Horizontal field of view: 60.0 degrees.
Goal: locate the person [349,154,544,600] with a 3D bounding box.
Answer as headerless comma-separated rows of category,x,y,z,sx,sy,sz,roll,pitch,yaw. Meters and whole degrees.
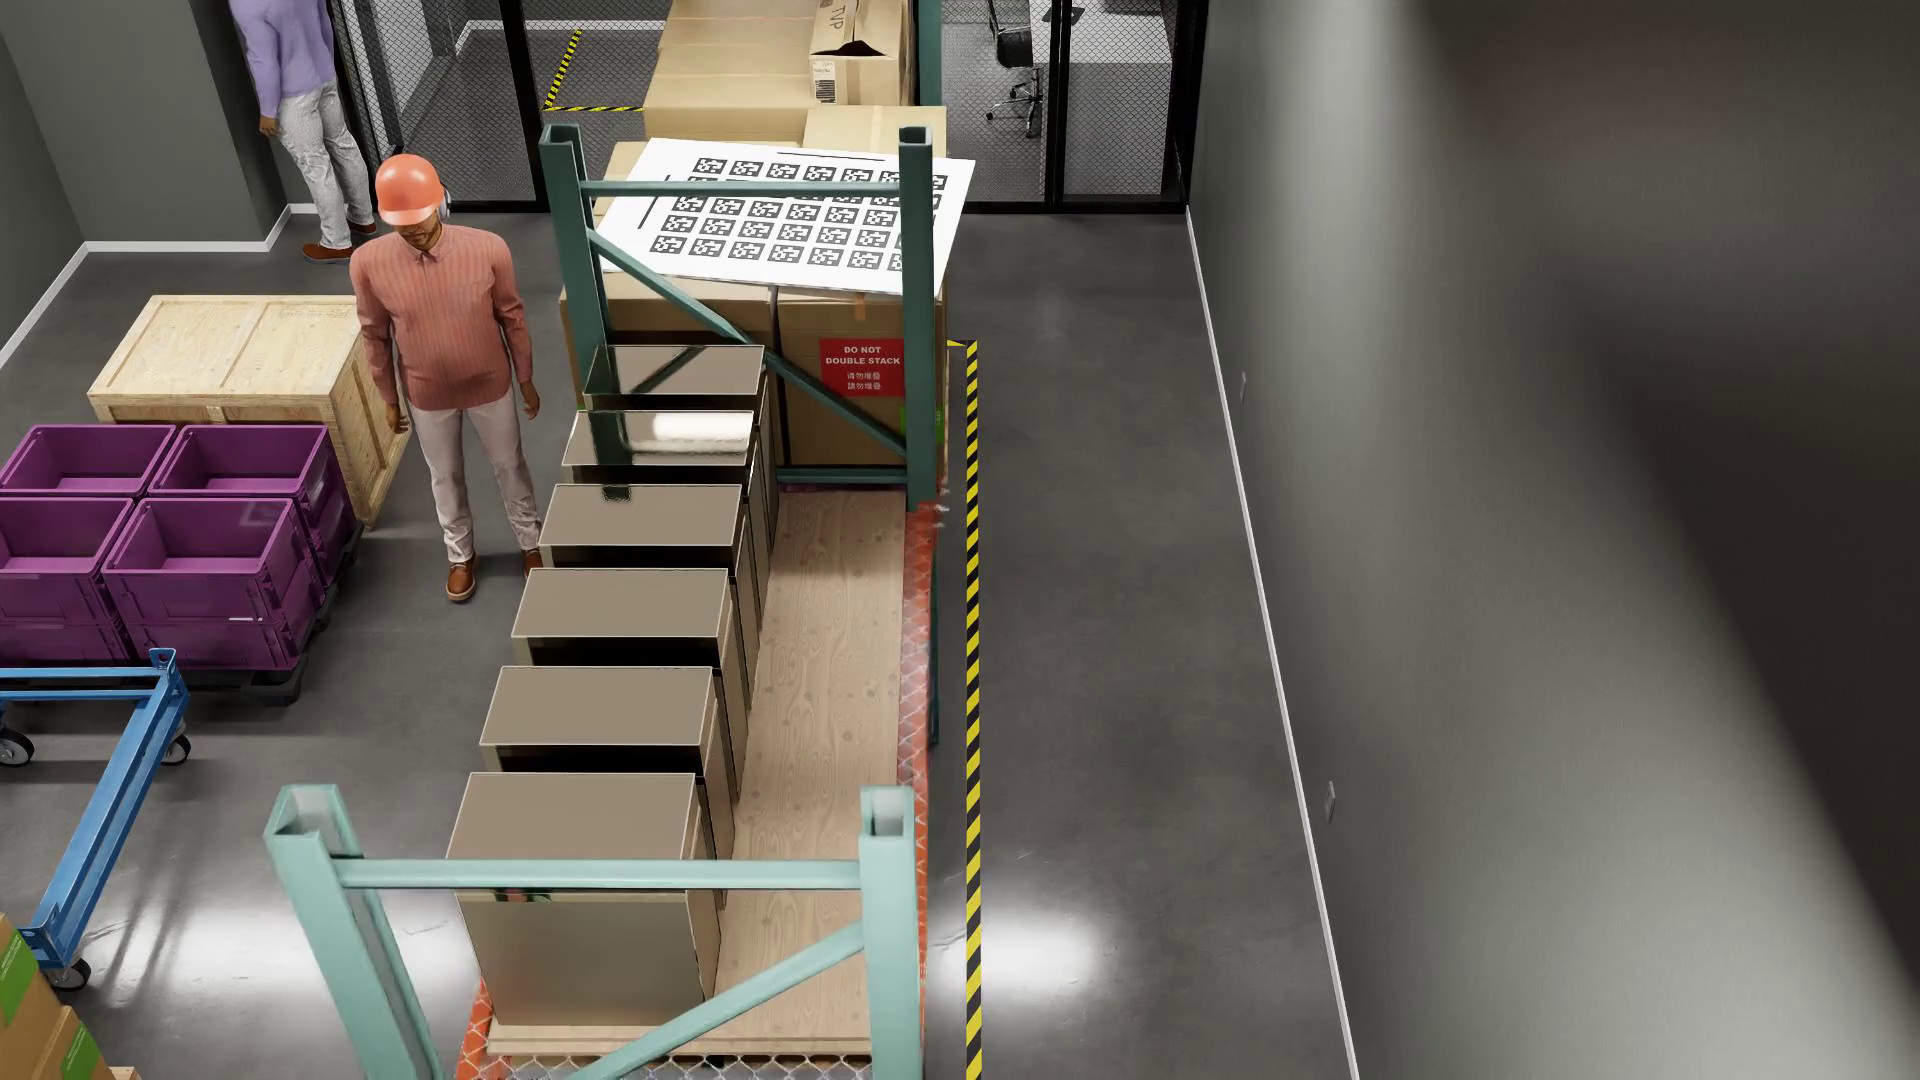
person,-1.978,-0.613,6.545,0.622,1.993,0.382,-10,42,-11

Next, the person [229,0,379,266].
person,-3.403,-2.333,8.555,0.371,1.938,0.627,11,42,13
